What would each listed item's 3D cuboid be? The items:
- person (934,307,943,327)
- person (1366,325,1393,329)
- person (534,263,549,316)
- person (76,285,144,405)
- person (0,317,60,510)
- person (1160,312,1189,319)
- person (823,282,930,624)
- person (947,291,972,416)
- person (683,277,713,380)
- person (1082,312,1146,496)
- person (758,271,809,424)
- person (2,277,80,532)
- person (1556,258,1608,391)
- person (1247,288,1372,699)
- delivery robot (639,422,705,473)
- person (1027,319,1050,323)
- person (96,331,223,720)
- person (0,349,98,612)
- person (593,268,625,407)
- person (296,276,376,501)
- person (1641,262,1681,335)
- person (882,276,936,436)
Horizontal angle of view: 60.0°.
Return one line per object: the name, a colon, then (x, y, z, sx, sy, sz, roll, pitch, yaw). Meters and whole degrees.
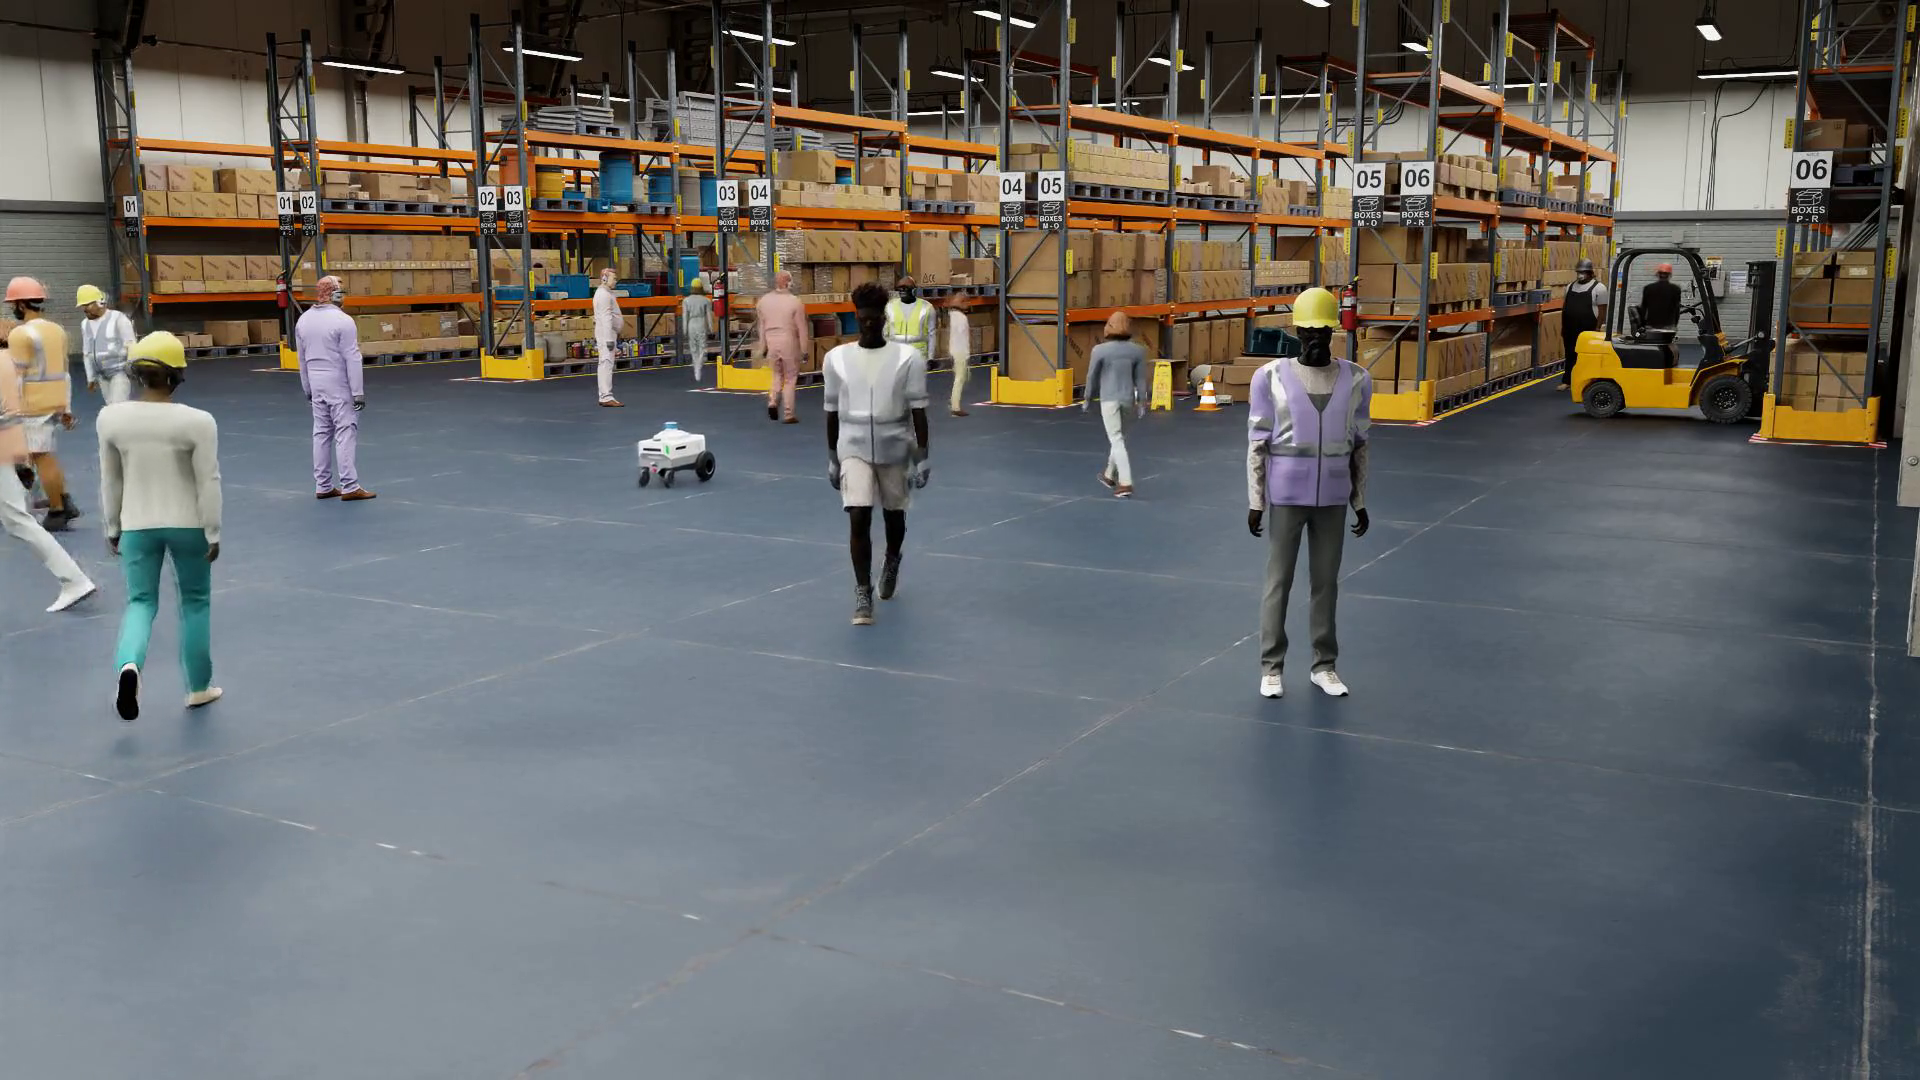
person: (-0.580, -4.508, 33.696, 0.550, 1.673, 0.641, 3, 10, 15)
person: (7.240, -3.797, 28.471, 0.615, 2.039, 0.386, 7, 12, 36)
person: (-9.810, -5.538, 39.028, 0.590, 1.917, 0.395, 7, 12, 34)
person: (-8.593, -1.674, 16.800, 0.643, 1.786, 0.488, 4, 10, 22)
person: (-7.546, -0.979, 13.277, 0.494, 1.595, 0.853, 1, 10, 6)
person: (4.316, -4.589, 33.522, 0.636, 1.902, 0.406, 6, 11, 31)
person: (-0.481, -0.529, 9.665, 0.611, 1.936, 0.903, 0, 10, 0)
person: (0.028, -2.399, 21.497, 0.358, 1.618, 0.537, -3, 10, -15)
person: (-4.380, -3.515, 27.733, 0.494, 1.721, 0.653, 0, 10, 3)
person: (1.369, -1.193, 14.558, 0.504, 1.586, 0.889, -4, 10, -22)
person: (-2.154, -2.379, 20.606, 0.673, 1.891, 0.435, 5, 11, 26)
person: (-6.917, -0.998, 12.450, 0.422, 1.922, 0.542, 0, 10, 2)
person: (9.490, -3.283, 25.458, 0.539, 2.000, 0.689, -9, 13, -43)
person: (1.642, -0.213, 7.819, 0.594, 1.926, 0.366, -1, 10, -6)
delivery robot: (-2.628, -0.833, 15.184, 0.477, 0.478, 0.707, 4, 10, 21)
person: (1.415, -3.719, 28.725, 0.869, 1.796, 0.587, -8, 12, -39)
person: (-3.568, -0.055, 7.418, 0.528, 1.743, 0.659, -1, 10, -8)
person: (-5.567, -0.499, 9.655, 0.985, 1.879, 0.587, -2, 10, -11)
person: (-4.849, -2.792, 22.994, 0.403, 1.904, 0.637, -3, 10, -16)
person: (-5.307, -1.286, 14.163, 0.654, 1.904, 0.406, 5, 11, 27)
person: (11.572, -3.603, 27.511, 0.614, 1.982, 0.555, 6, 11, 30)
person: (-0.593, -2.099, 19.123, 0.625, 1.840, 0.430, 1, 10, 5)
